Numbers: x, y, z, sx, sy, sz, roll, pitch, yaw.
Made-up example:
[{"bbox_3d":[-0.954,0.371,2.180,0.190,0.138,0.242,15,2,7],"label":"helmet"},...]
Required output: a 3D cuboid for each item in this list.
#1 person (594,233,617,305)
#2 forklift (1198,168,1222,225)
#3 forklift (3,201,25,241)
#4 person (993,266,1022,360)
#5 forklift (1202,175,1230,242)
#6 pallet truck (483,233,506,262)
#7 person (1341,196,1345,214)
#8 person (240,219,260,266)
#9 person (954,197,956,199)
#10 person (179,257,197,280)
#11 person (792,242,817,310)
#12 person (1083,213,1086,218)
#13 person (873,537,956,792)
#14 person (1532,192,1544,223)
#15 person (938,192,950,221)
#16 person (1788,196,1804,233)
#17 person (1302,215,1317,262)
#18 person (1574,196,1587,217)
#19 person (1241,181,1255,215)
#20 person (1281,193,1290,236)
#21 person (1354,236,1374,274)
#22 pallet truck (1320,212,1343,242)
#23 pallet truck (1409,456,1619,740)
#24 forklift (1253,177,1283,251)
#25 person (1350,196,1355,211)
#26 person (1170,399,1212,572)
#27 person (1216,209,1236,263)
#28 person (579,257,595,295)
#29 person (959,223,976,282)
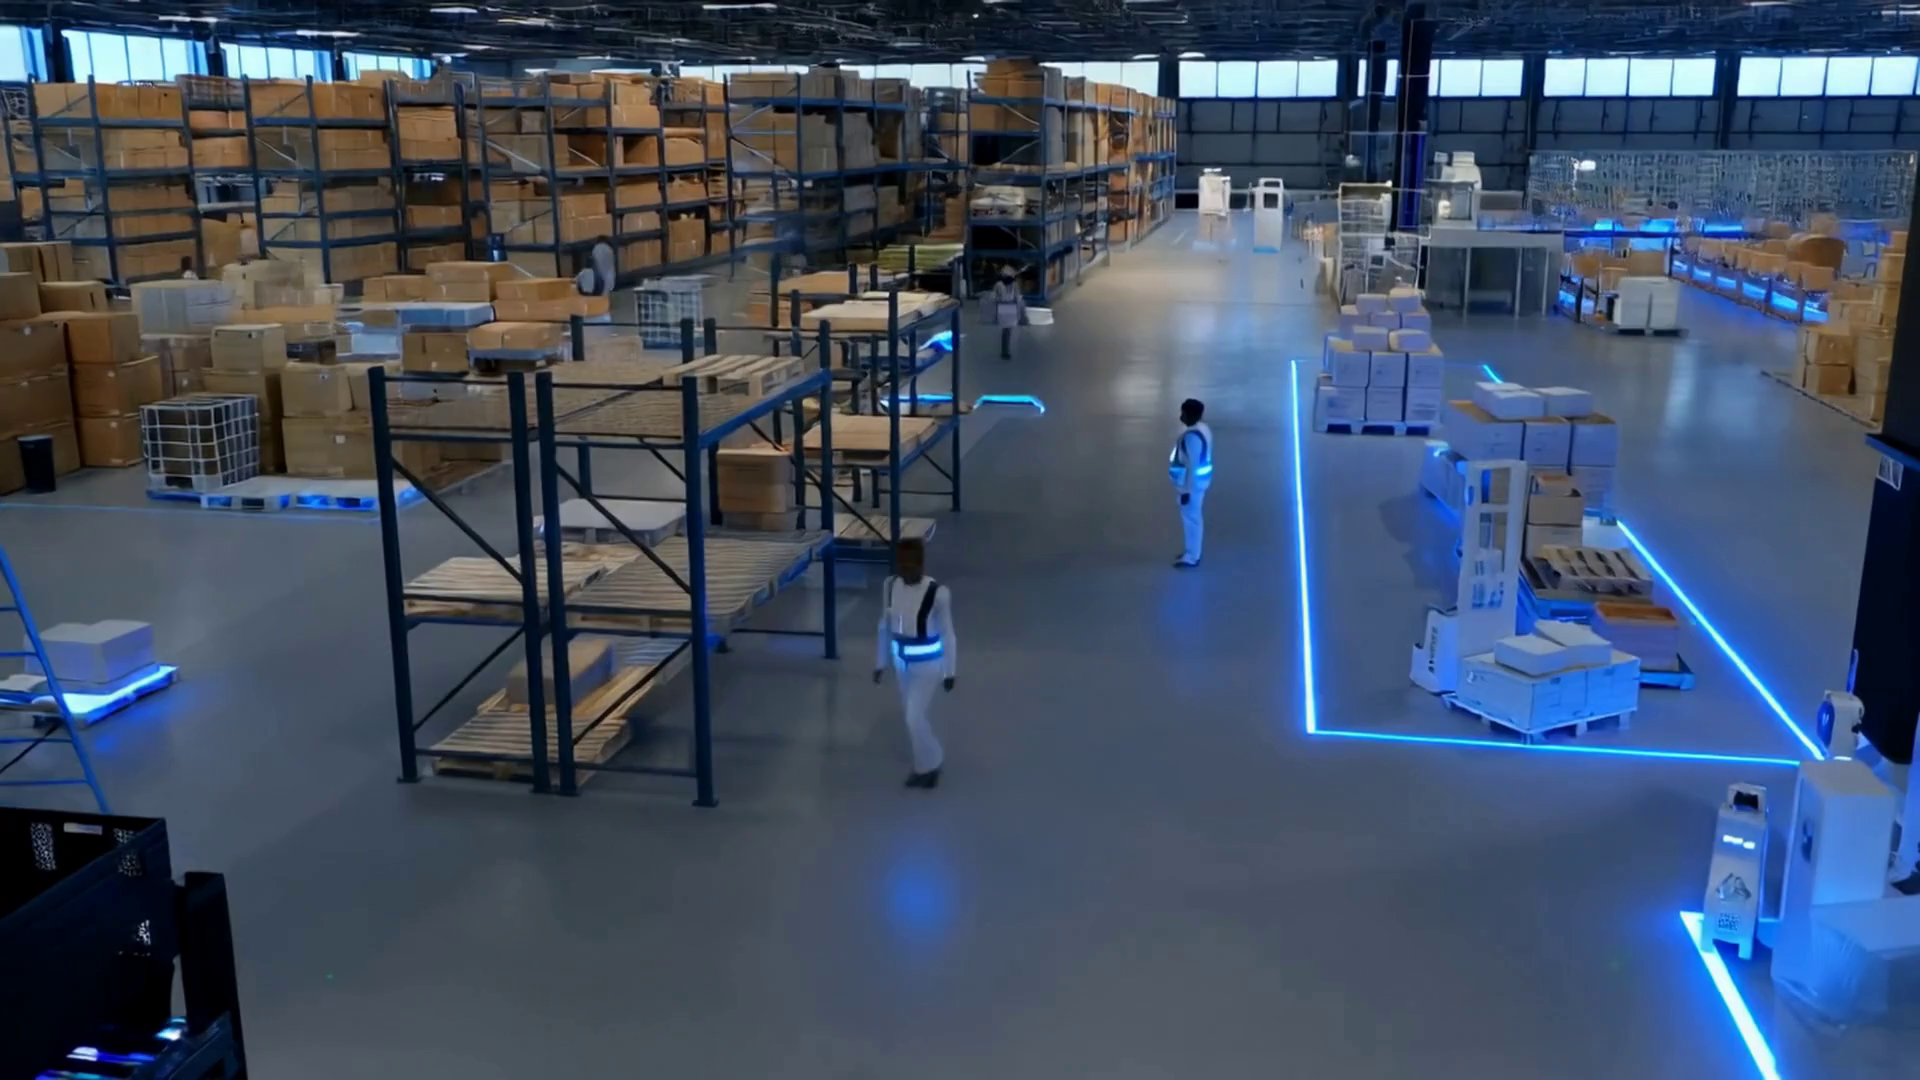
[{"bbox_3d":[-9.532,-7.290,44.776,0.658,1.919,0.431,6,15,25],"label":"person"},{"bbox_3d":[12.426,-17.009,82.263,1.129,2.768,1.873,3,14,10],"label":"forklift"},{"bbox_3d":[-24.312,-7.333,42.977,1.873,2.768,1.129,-9,17,-33],"label":"forklift"},{"bbox_3d":[0.999,-4.619,33.935,0.581,1.914,0.681,-5,15,-18],"label":"person"},{"bbox_3d":[10.696,-13.776,69.135,1.129,2.768,1.873,3,14,10],"label":"forklift"},{"bbox_3d":[-11.832,-7.026,43.548,1.885,1.965,0.823,8,16,28],"label":"pallet truck"},{"bbox_3d":[17.015,-14.455,74.109,0.866,1.804,0.584,4,14,14],"label":"person"},{"bbox_3d":[-21.686,-8.859,51.041,0.654,1.964,0.836,3,14,14],"label":"person"},{"bbox_3d":[0.027,-18.171,89.192,0.633,1.812,0.901,-2,14,-9],"label":"person"},{"bbox_3d":[-17.178,-5.324,36.884,0.924,1.881,0.599,-5,15,-21],"label":"person"},{"bbox_3d":[-3.840,-6.442,41.345,1.005,1.907,0.626,-11,18,-39],"label":"person"},{"bbox_3d":[5.691,-15.478,78.173,0.628,1.858,0.734,11,18,38],"label":"person"},{"bbox_3d":[-0.305,0.886,11.700,0.581,1.869,0.440,13,19,43],"label":"person"},{"bbox_3d":[26.252,-14.830,75.445,0.672,1.891,0.420,-6,15,-24],"label":"person"},{"bbox_3d":[-0.853,-17.177,85.171,0.617,1.791,0.883,3,14,13],"label":"person"},{"bbox_3d":[36.894,-14.281,73.420,0.584,1.799,0.899,5,15,19],"label":"person"},{"bbox_3d":[12.502,-10.792,59.469,0.543,1.681,0.594,4,14,15],"label":"person"},{"bbox_3d":[26.915,-14.017,72.234,0.563,1.850,0.390,-3,14,-11],"label":"person"},{"bbox_3d":[16.088,-18.956,92.210,0.988,1.882,0.568,4,15,17],"label":"person"},{"bbox_3d":[14.307,-14.399,73.688,0.617,1.913,0.955,5,15,20],"label":"person"},{"bbox_3d":[11.379,-7.709,46.938,0.541,1.696,0.315,8,16,30],"label":"person"},{"bbox_3d":[15.874,-13.227,70.310,0.680,1.201,1.601,10,17,35],"label":"pallet truck"},{"bbox_3d":[4.504,0.400,13.395,0.823,1.965,1.885,-6,15,-23],"label":"pallet truck"},{"bbox_3d":[12.083,-12.747,64.956,1.129,2.768,1.873,3,14,10],"label":"forklift"},{"bbox_3d":[20.655,-17.778,87.749,0.485,1.735,0.346,-11,17,-37],"label":"person"},{"bbox_3d":[2.451,-0.587,17.724,0.429,1.842,0.635,4,14,16],"label":"person"},{"bbox_3d":[9.516,-10.834,59.265,0.649,1.870,0.854,-7,15,-26],"label":"person"},{"bbox_3d":[-8.880,-5.939,39.808,0.793,1.665,0.532,5,15,19],"label":"person"},{"bbox_3d":[0.277,-8.890,51.313,0.409,1.903,0.639,-12,18,-41],"label":"person"}]
